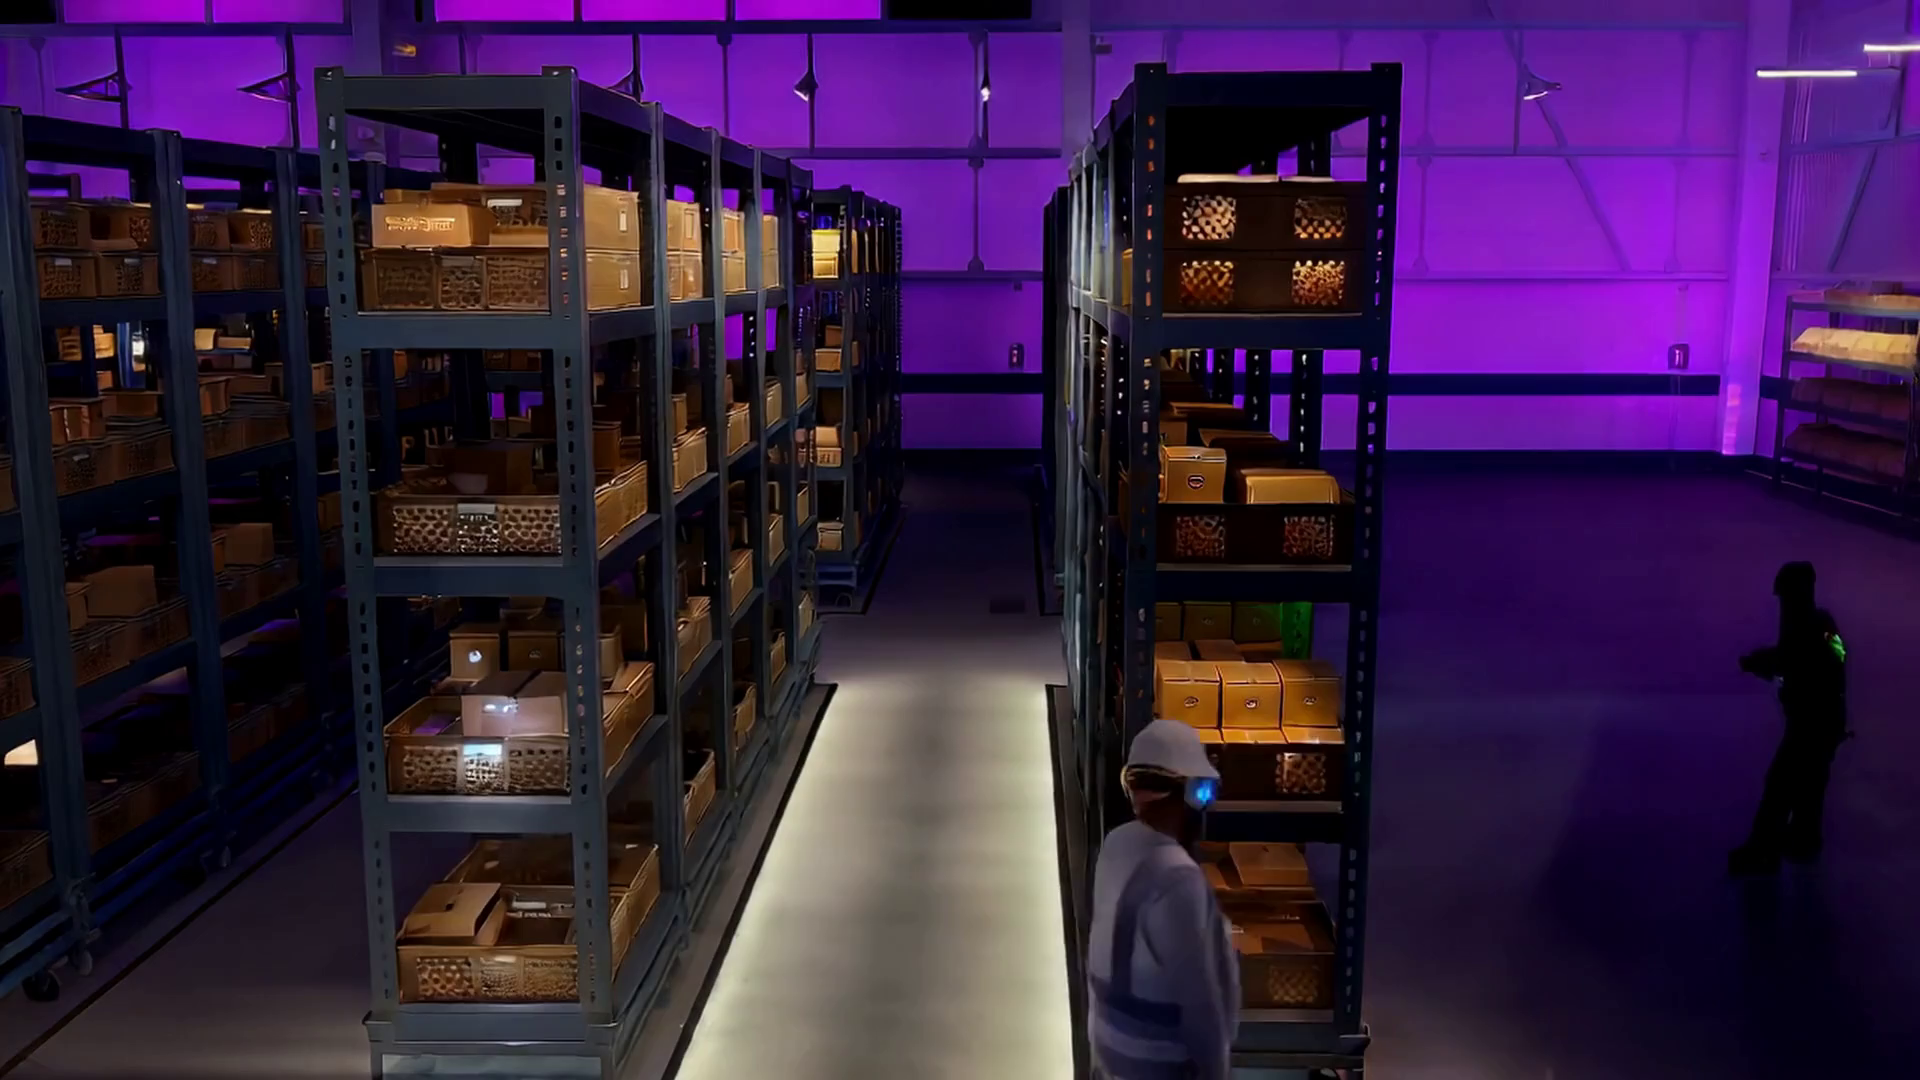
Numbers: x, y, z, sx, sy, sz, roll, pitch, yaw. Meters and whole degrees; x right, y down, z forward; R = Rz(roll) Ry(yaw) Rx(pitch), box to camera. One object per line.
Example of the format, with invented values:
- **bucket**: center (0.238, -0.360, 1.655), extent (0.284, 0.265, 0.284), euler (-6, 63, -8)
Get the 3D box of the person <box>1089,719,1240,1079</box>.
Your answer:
- **person**: center (0.477, 1.387, 4.540), extent (0.863, 1.775, 0.609), euler (0, 10, -3)
